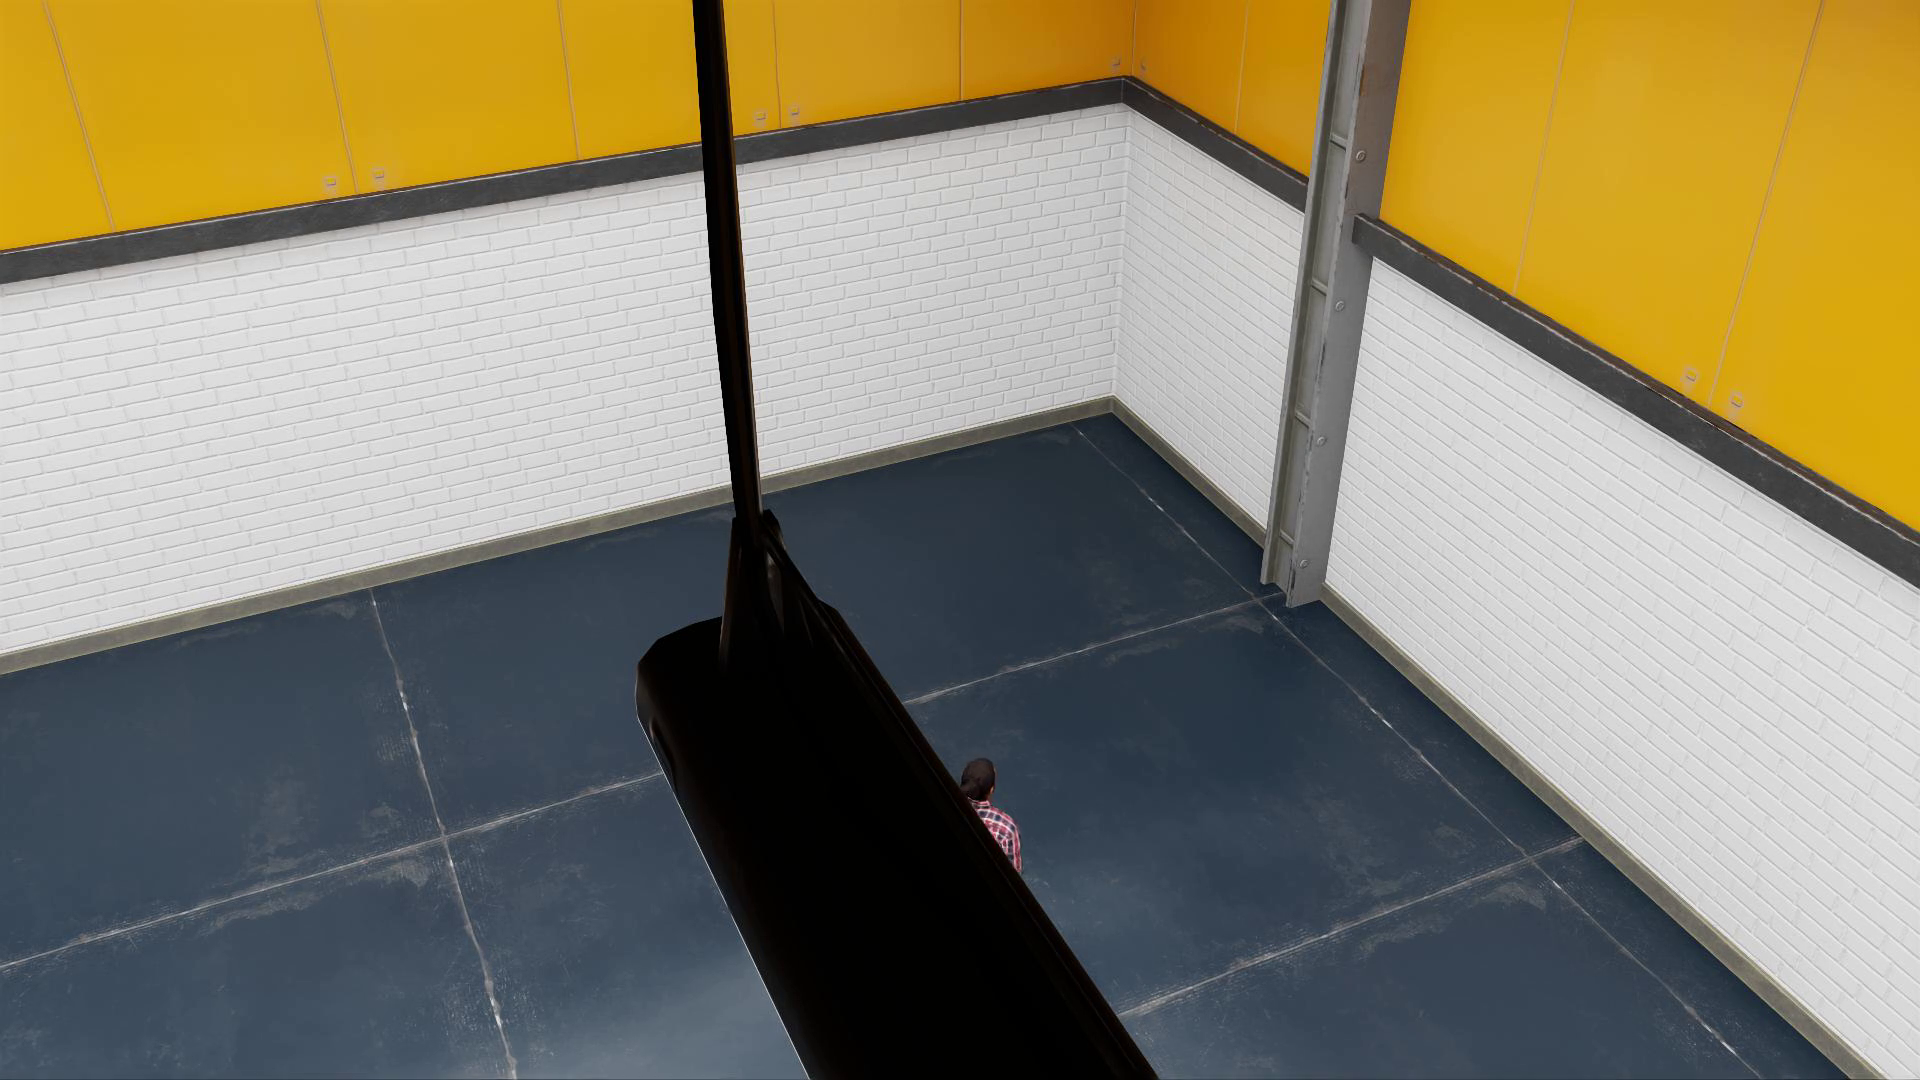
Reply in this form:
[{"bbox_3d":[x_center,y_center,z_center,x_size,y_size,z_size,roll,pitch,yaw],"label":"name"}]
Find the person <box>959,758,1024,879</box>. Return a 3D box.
[{"bbox_3d":[0.042,1.859,8.756,1.047,1.748,1.117,11,35,16],"label":"person"}]
